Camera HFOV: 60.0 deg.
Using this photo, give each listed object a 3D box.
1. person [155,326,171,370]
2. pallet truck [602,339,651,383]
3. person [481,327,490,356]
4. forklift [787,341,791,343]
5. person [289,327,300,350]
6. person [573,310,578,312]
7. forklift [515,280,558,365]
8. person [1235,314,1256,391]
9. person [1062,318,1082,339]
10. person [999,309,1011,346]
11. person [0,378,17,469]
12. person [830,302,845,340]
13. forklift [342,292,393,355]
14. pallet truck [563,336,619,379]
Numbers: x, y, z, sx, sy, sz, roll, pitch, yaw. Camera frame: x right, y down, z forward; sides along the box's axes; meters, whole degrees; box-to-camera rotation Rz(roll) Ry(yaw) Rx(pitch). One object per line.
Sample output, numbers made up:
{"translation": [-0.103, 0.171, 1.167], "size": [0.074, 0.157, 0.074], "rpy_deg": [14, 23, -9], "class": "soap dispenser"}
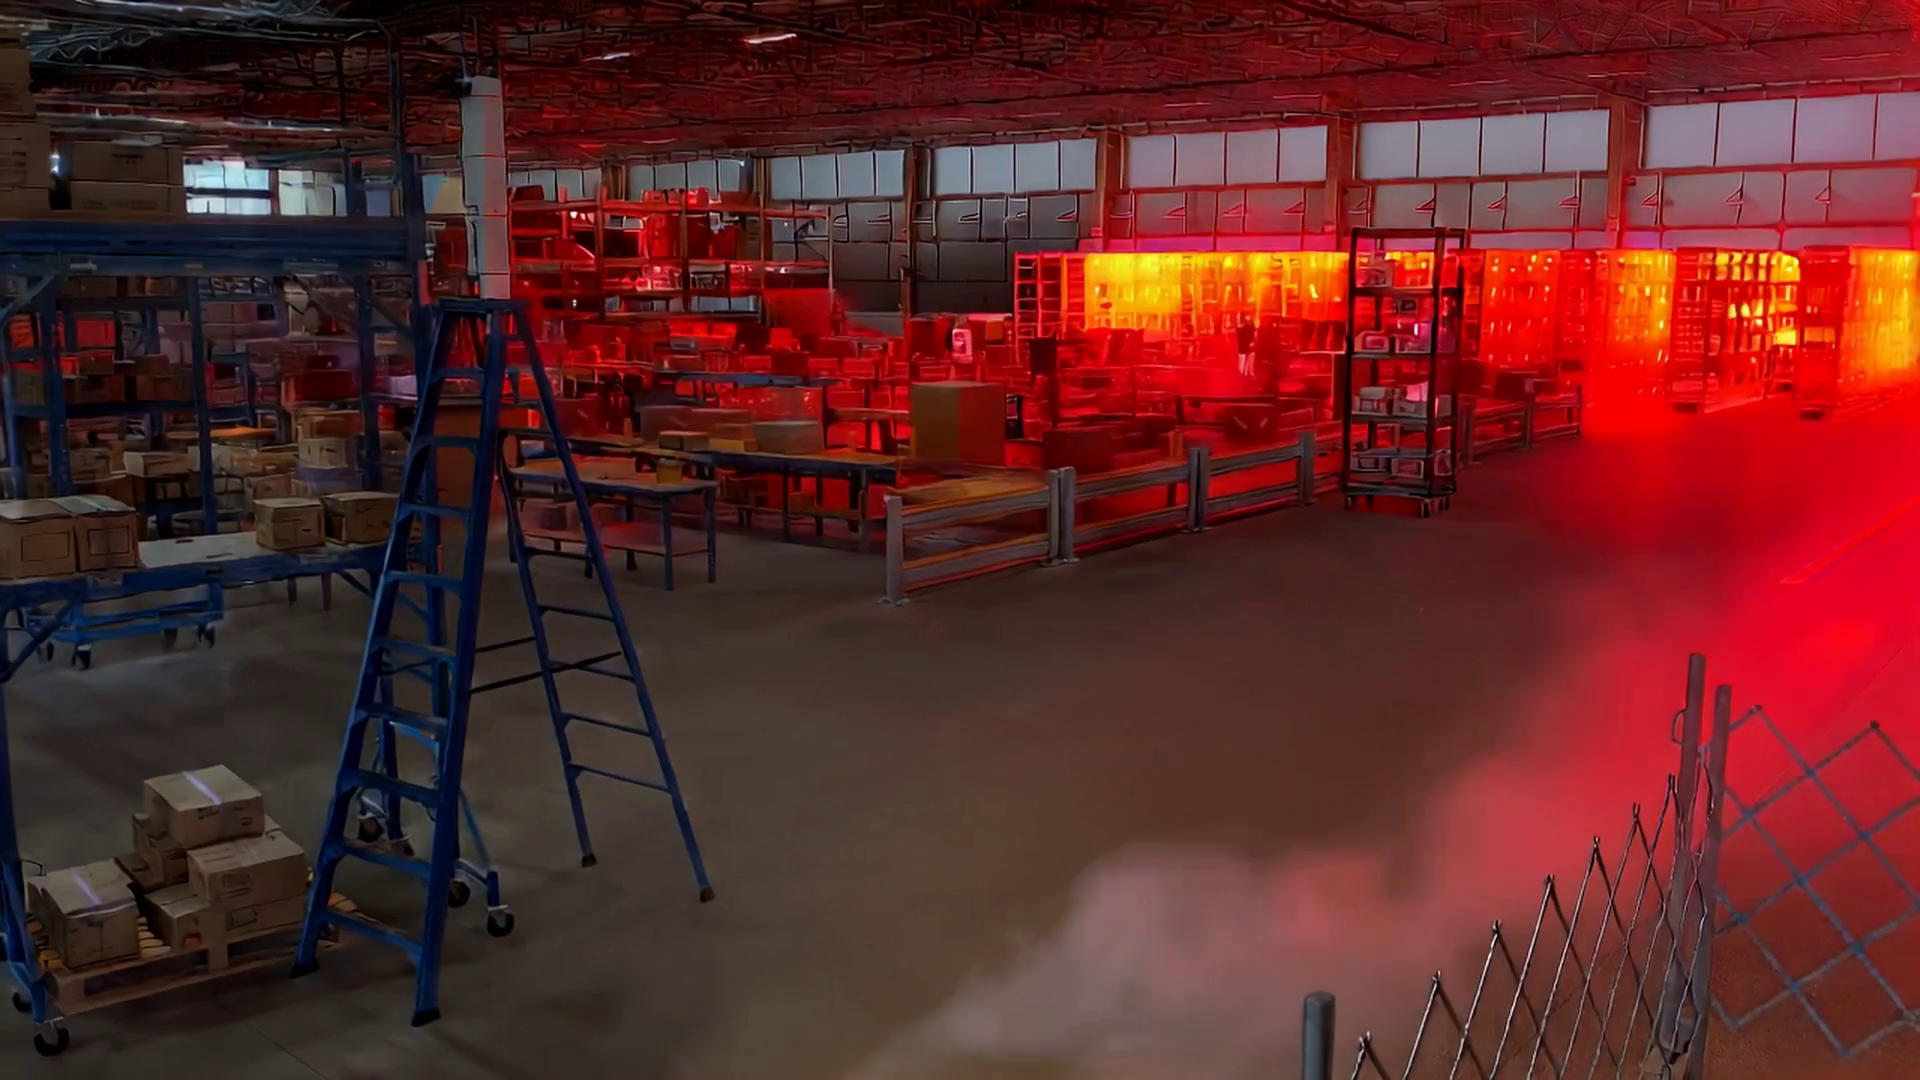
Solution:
{"translation": [-19.079, -4.188, 39.555], "size": [0.610, 1.783, 0.916], "rpy_deg": [7, 12, 38], "class": "person"}
{"translation": [-8.991, -4.871, 45.351], "size": [0.653, 1.274, 1.630], "rpy_deg": [7, 11, 37], "class": "pallet truck"}
{"translation": [-12.197, -4.733, 43.335], "size": [0.715, 1.666, 0.532], "rpy_deg": [-6, 11, -35], "class": "person"}
{"translation": [-6.498, -9.916, 71.919], "size": [1.873, 2.768, 1.129], "rpy_deg": [7, 11, 37], "class": "forklift"}
{"translation": [-18.231, -5.069, 45.697], "size": [0.865, 1.585, 0.526], "rpy_deg": [-7, 12, -38], "class": "person"}
{"translation": [-16.398, -9.245, 70.721], "size": [0.557, 1.909, 0.626], "rpy_deg": [6, 11, 34], "class": "person"}
{"translation": [-13.852, -6.987, 53.639], "size": [1.873, 2.768, 1.129], "rpy_deg": [-3, 10, -17], "class": "forklift"}
{"translation": [7.431, -4.863, 43.133], "size": [0.612, 1.996, 0.388], "rpy_deg": [4, 10, 25], "class": "person"}
{"translation": [2.914, -4.818, 43.224], "size": [0.650, 1.883, 0.822], "rpy_deg": [-6, 11, -32], "class": "person"}
{"translation": [1.669, -7.721, 61.795], "size": [0.479, 1.733, 0.341], "rpy_deg": [2, 9, 10], "class": "person"}
{"translation": [-12.029, -1.226, 20.921], "size": [0.429, 1.846, 0.560], "rpy_deg": [-4, 10, -26], "class": "person"}
{"translation": [-4.803, -8.358, 65.167], "size": [0.620, 1.925, 0.660], "rpy_deg": [1, 9, 8], "class": "person"}
{"translation": [-16.485, -5.622, 45.120], "size": [1.129, 2.768, 1.873], "rpy_deg": [7, 11, 37], "class": "forklift"}
{"translation": [-10.690, -5.294, 48.215], "size": [1.601, 1.201, 0.680], "rpy_deg": [-5, 10, -26], "class": "pallet truck"}
